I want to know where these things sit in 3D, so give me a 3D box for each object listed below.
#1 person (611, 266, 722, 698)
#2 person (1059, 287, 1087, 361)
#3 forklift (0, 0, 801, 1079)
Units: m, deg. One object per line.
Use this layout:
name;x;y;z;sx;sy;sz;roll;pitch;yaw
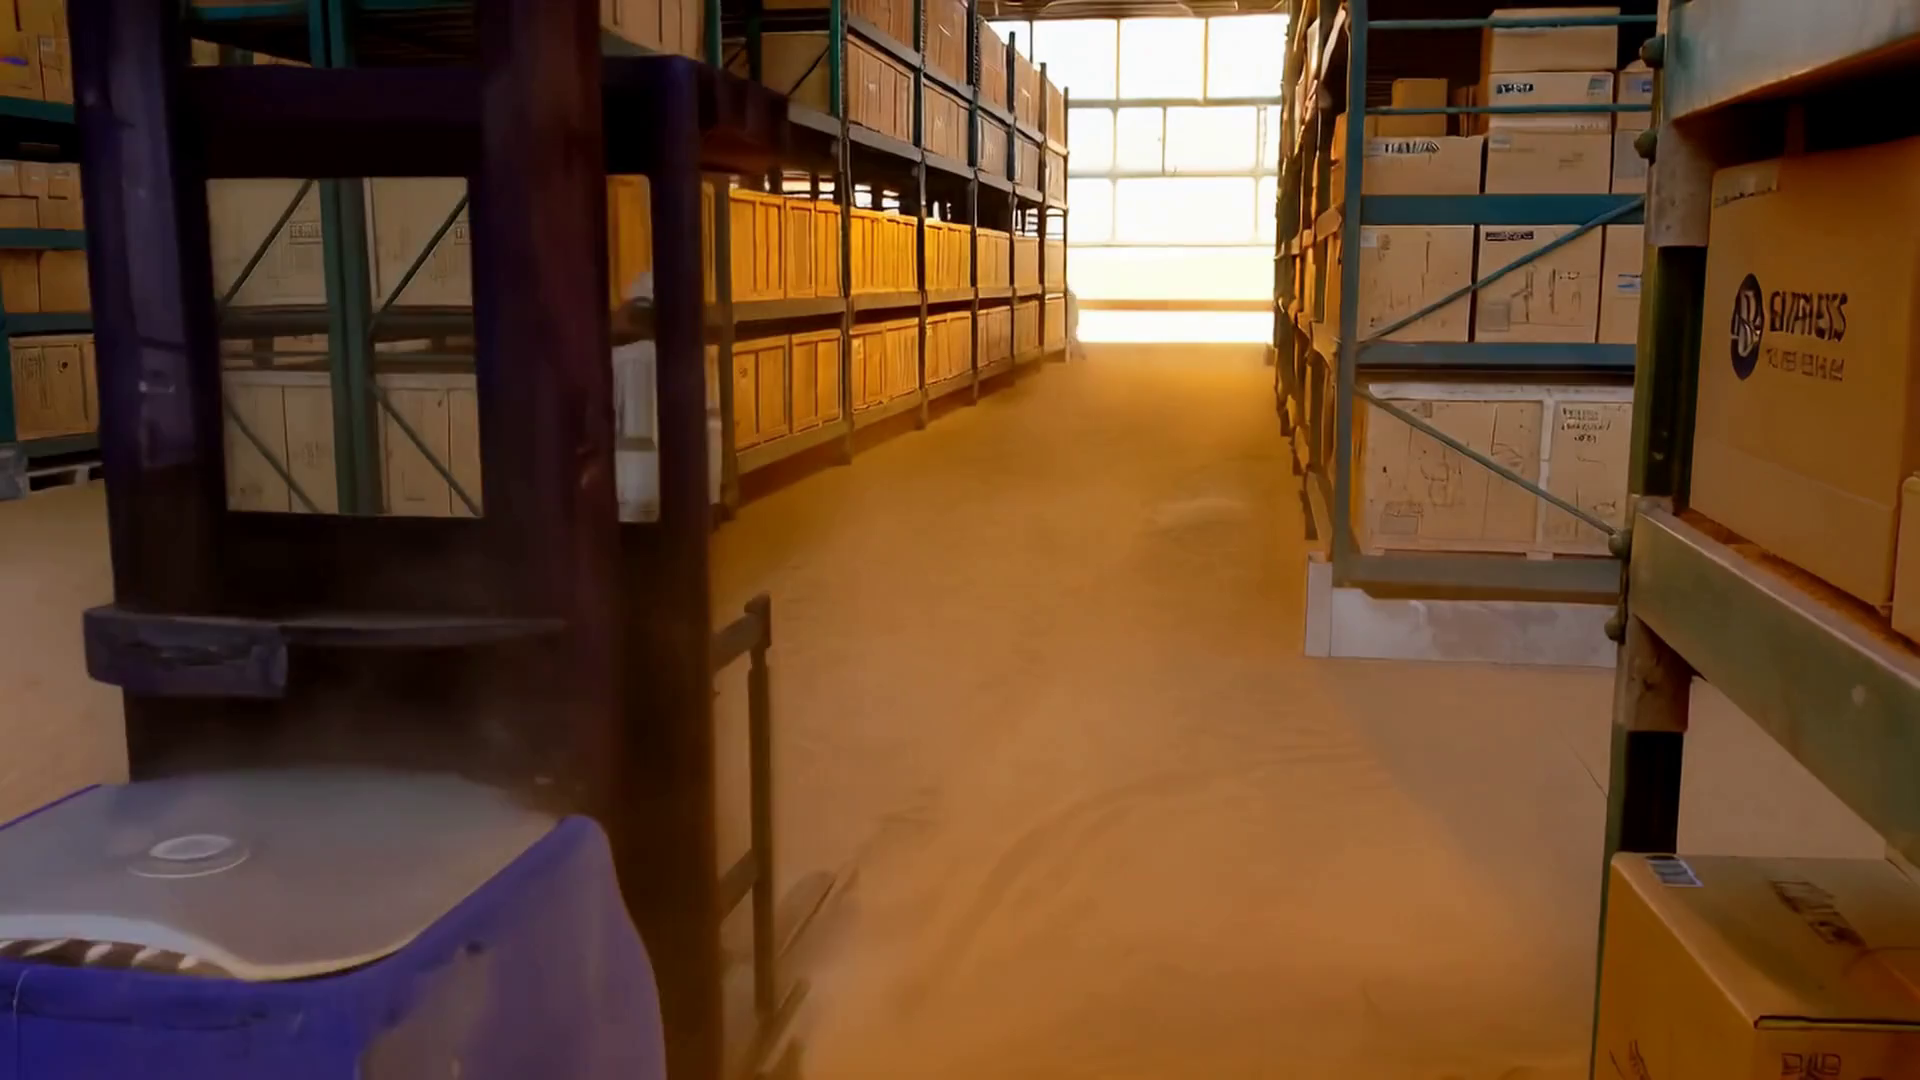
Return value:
person;-1.397;-0.241;7.760;0.608;2.048;0.369;1;9;8
person;2.450;-4.974;37.820;1.012;1.828;0.695;2;9;15
forklift;-1.095;0.104;3.044;1.129;2.768;1.873;2;9;10
